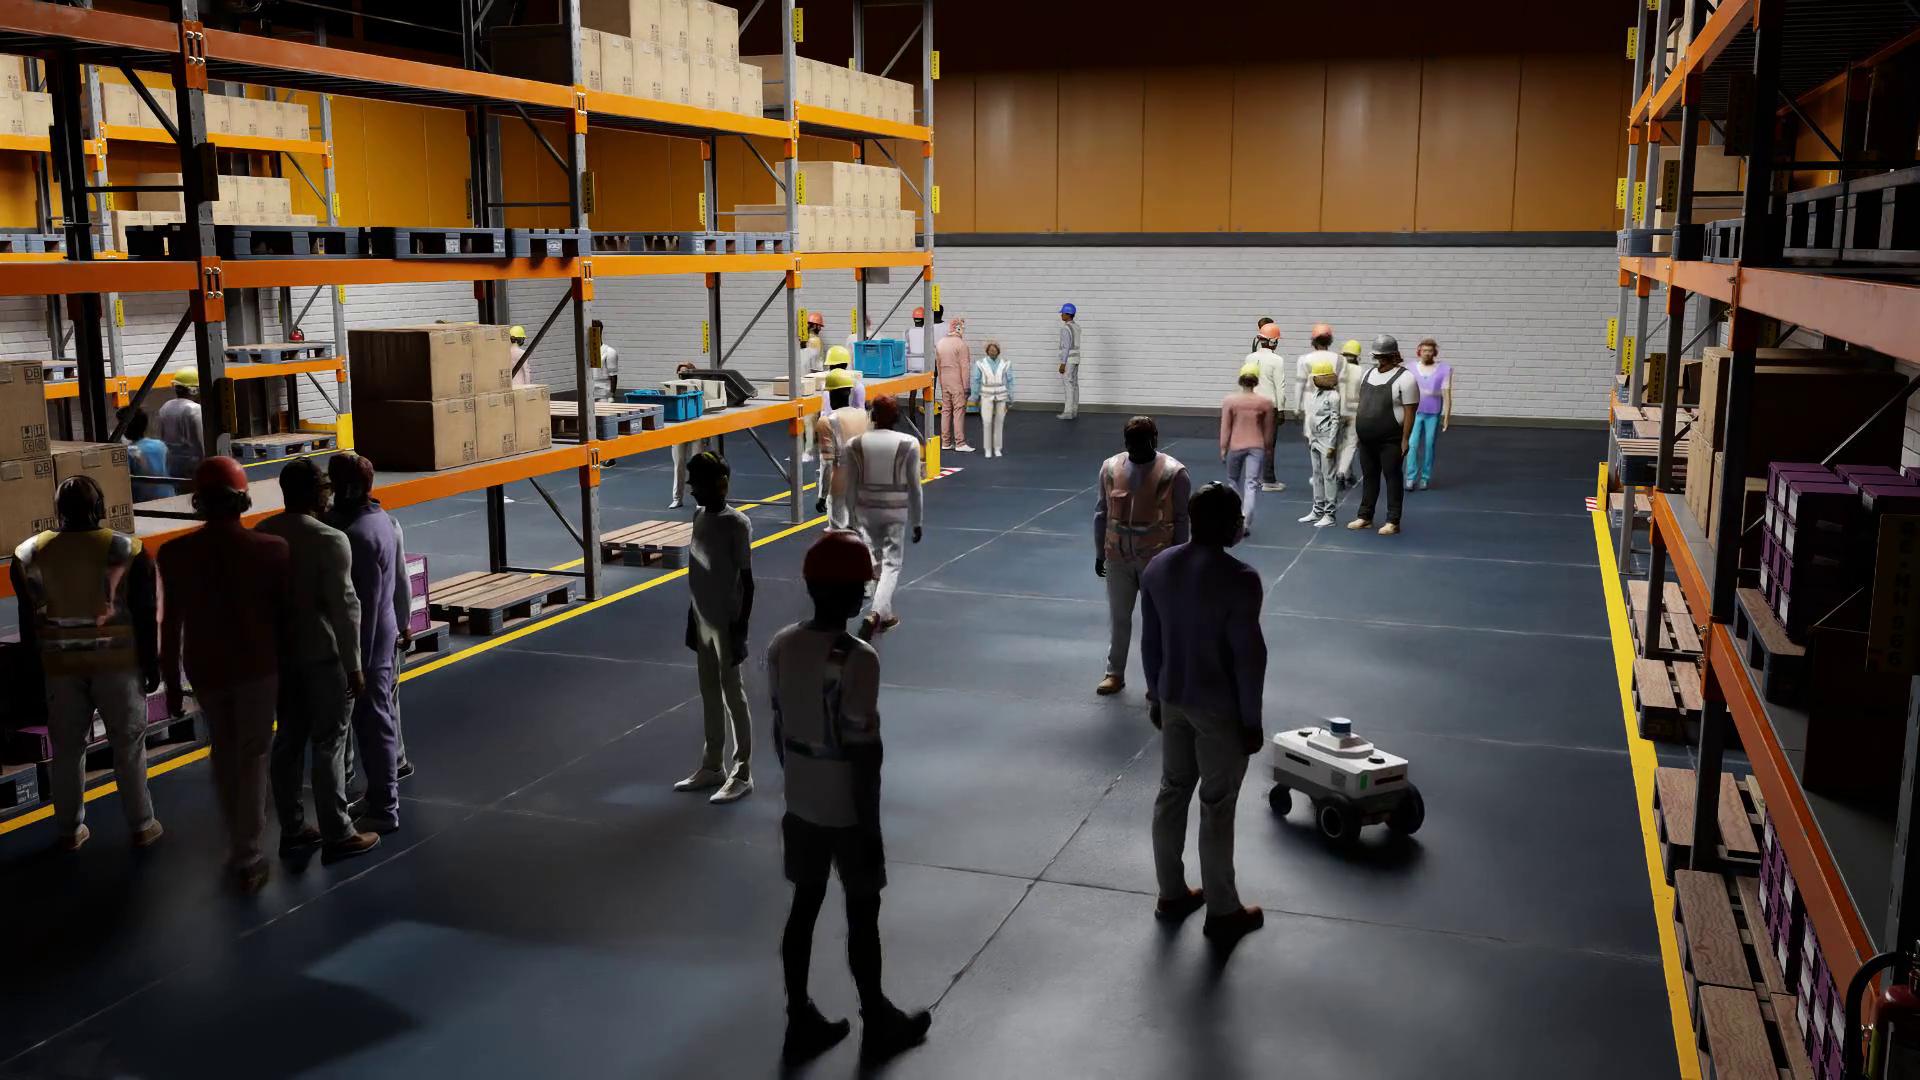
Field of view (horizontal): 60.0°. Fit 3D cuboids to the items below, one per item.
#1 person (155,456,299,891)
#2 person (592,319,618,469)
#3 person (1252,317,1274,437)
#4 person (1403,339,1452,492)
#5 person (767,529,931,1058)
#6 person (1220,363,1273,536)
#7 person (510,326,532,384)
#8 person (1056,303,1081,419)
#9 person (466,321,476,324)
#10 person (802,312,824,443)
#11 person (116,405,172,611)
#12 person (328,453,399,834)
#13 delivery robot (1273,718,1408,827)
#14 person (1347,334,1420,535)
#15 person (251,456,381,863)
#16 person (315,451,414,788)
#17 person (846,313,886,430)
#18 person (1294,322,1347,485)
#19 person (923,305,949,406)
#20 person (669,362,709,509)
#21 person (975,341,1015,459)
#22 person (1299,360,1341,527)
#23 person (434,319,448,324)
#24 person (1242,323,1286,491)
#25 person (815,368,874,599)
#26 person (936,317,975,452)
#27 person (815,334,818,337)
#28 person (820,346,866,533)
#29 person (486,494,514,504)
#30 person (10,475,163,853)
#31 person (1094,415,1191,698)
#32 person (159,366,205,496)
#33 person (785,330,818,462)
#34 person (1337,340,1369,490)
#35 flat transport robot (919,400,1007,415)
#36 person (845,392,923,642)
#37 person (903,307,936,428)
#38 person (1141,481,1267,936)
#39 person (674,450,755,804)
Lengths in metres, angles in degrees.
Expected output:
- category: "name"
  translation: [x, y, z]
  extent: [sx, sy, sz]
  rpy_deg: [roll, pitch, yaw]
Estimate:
- category: "person"
  translation: [-3.362, 0.577, 7.814]
  extent: [0.618, 1.954, 0.943]
  rpy_deg: [-1, 10, -4]
- category: "person"
  translation: [-4.741, -1.909, 21.799]
  extent: [0.603, 1.959, 0.379]
  rpy_deg: [7, 12, 35]
- category: "person"
  translation: [4.550, -2.415, 24.972]
  extent: [0.330, 1.844, 0.519]
  rpy_deg: [-3, 10, -15]
- category: "person"
  translation: [5.473, -1.453, 19.634]
  extent: [0.601, 1.808, 0.879]
  rpy_deg: [4, 11, 21]
- category: "person"
  translation: [-0.425, 0.920, 5.981]
  extent: [0.562, 1.938, 0.474]
  rpy_deg: [10, 14, 43]
- category: "person"
  translation: [2.916, -0.939, 16.979]
  extent: [0.541, 1.716, 0.885]
  rpy_deg: [1, 10, 4]
- category: "person"
  translation: [-6.352, -2.190, 23.930]
  extent: [0.533, 1.767, 0.327]
  rpy_deg: [6, 12, 31]
- category: "person"
  translation: [1.844, -3.016, 28.056]
  extent: [0.379, 1.951, 0.607]
  rpy_deg: [4, 11, 23]
- category: "person"
  translation: [-7.406, -2.439, 25.330]
  extent: [0.522, 1.770, 0.310]
  rpy_deg: [5, 11, 27]
- category: "person"
  translation: [-2.170, -2.407, 24.691]
  extent: [0.375, 1.928, 0.542]
  rpy_deg: [-8, 13, -38]
- category: "person"
  translation: [-6.374, -0.230, 13.132]
  extent: [0.489, 1.671, 0.590]
  rpy_deg: [2, 10, 11]
- category: "person"
  translation: [-2.997, 0.515, 8.283]
  extent: [0.409, 1.913, 0.647]
  rpy_deg: [-3, 10, -15]
- category: "delivery robot"
  translation: [1.901, 1.136, 8.344]
  extent: [0.477, 0.478, 0.707]
  rpy_deg: [-6, 12, -29]
- category: "person"
  translation: [4.270, -1.077, 16.886]
  extent: [0.537, 2.000, 0.675]
  rpy_deg: [-7, 12, -35]
- category: "person"
  translation: [-3.098, 0.567, 7.918]
  extent: [0.633, 1.936, 0.353]
  rpy_deg: [5, 11, 25]
- category: "person"
  translation: [-3.243, 0.434, 8.961]
  extent: [0.587, 1.833, 0.404]
  rpy_deg: [-1, 10, -8]
- category: "person"
  translation: [-1.454, -2.611, 25.985]
  extent: [0.643, 1.879, 0.696]
  rpy_deg: [0, 10, -3]
- category: "person"
  translation: [4.324, -1.586, 19.867]
  extent: [0.610, 2.010, 0.871]
  rpy_deg: [-1, 10, -4]
- category: "person"
  translation: [-0.370, -3.061, 28.396]
  extent: [0.591, 1.921, 0.392]
  rpy_deg: [1, 10, 8]
- category: "person"
  translation: [-3.021, -1.161, 18.483]
  extent: [0.513, 1.642, 0.311]
  rpy_deg: [1, 10, 5]
- category: "person"
  translation: [0.481, -1.922, 22.809]
  extent: [0.541, 1.610, 0.660]
  rpy_deg: [0, 10, -3]
- category: "person"
  translation: [3.766, -1.005, 17.342]
  extent: [0.311, 1.736, 0.483]
  rpy_deg: [-3, 10, -15]
- category: "person"
  translation: [-7.391, -2.227, 23.852]
  extent: [0.534, 1.868, 0.308]
  rpy_deg: [2, 10, 9]
- category: "person"
  translation: [3.660, -1.591, 19.911]
  extent: [0.397, 1.992, 0.622]
  rpy_deg: [-8, 13, -37]
- category: "person"
  translation: [-0.962, -0.442, 13.637]
  extent: [0.385, 1.922, 0.594]
  rpy_deg: [9, 13, 41]
- category: "person"
  translation: [-0.051, -2.203, 23.627]
  extent: [0.406, 1.902, 0.639]
  rpy_deg: [-8, 13, -39]
- category: "person"
  translation: [-2.794, -3.214, 30.037]
  extent: [0.514, 1.645, 0.308]
  rpy_deg: [-5, 11, -26]
- category: "person"
  translation: [-1.204, -0.999, 16.787]
  extent: [0.587, 1.920, 0.395]
  rpy_deg: [9, 13, 41]
- category: "person"
  translation: [-5.279, -1.230, 18.894]
  extent: [0.282, 1.633, 0.498]
  rpy_deg: [-5, 11, -25]
- category: "person"
  translation: [-4.188, 0.600, 8.047]
  extent: [0.621, 1.835, 0.430]
  rpy_deg: [-2, 10, -11]
- category: "person"
  translation: [1.159, 0.109, 10.766]
  extent: [0.630, 1.842, 0.429]
  rpy_deg: [4, 11, 24]
- category: "person"
  translation: [-6.981, -0.661, 15.137]
  extent: [0.600, 1.827, 0.404]
  rpy_deg: [6, 12, 29]
- category: "person"
  translation: [-2.176, -1.963, 22.422]
  extent: [0.551, 1.852, 0.438]
  rpy_deg: [8, 13, 38]
- category: "person"
  translation: [4.682, -1.512, 20.030]
  extent: [0.602, 1.798, 0.877]
  rpy_deg: [6, 12, 31]
- category: "flat transport robot"
  translation: [0.041, -2.312, 28.824]
  extent: [1.431, 0.197, 0.652]
  rpy_deg: [-2, 10, -10]
- category: "person"
  translation: [-0.584, -0.158, 12.275]
  extent: [0.597, 1.848, 0.896]
  rpy_deg: [2, 10, 13]
- category: "person"
  translation: [-0.644, -2.755, 26.624]
  extent: [0.543, 1.939, 0.360]
  rpy_deg: [3, 10, 15]
- category: "person"
  translation: [1.041, 0.712, 7.108]
  extent: [0.376, 1.936, 0.627]
  rpy_deg: [-8, 13, -39]
- category: "person"
  translation: [-1.286, 0.453, 8.768]
  extent: [0.329, 1.865, 0.516]
  rpy_deg: [-9, 14, -43]
